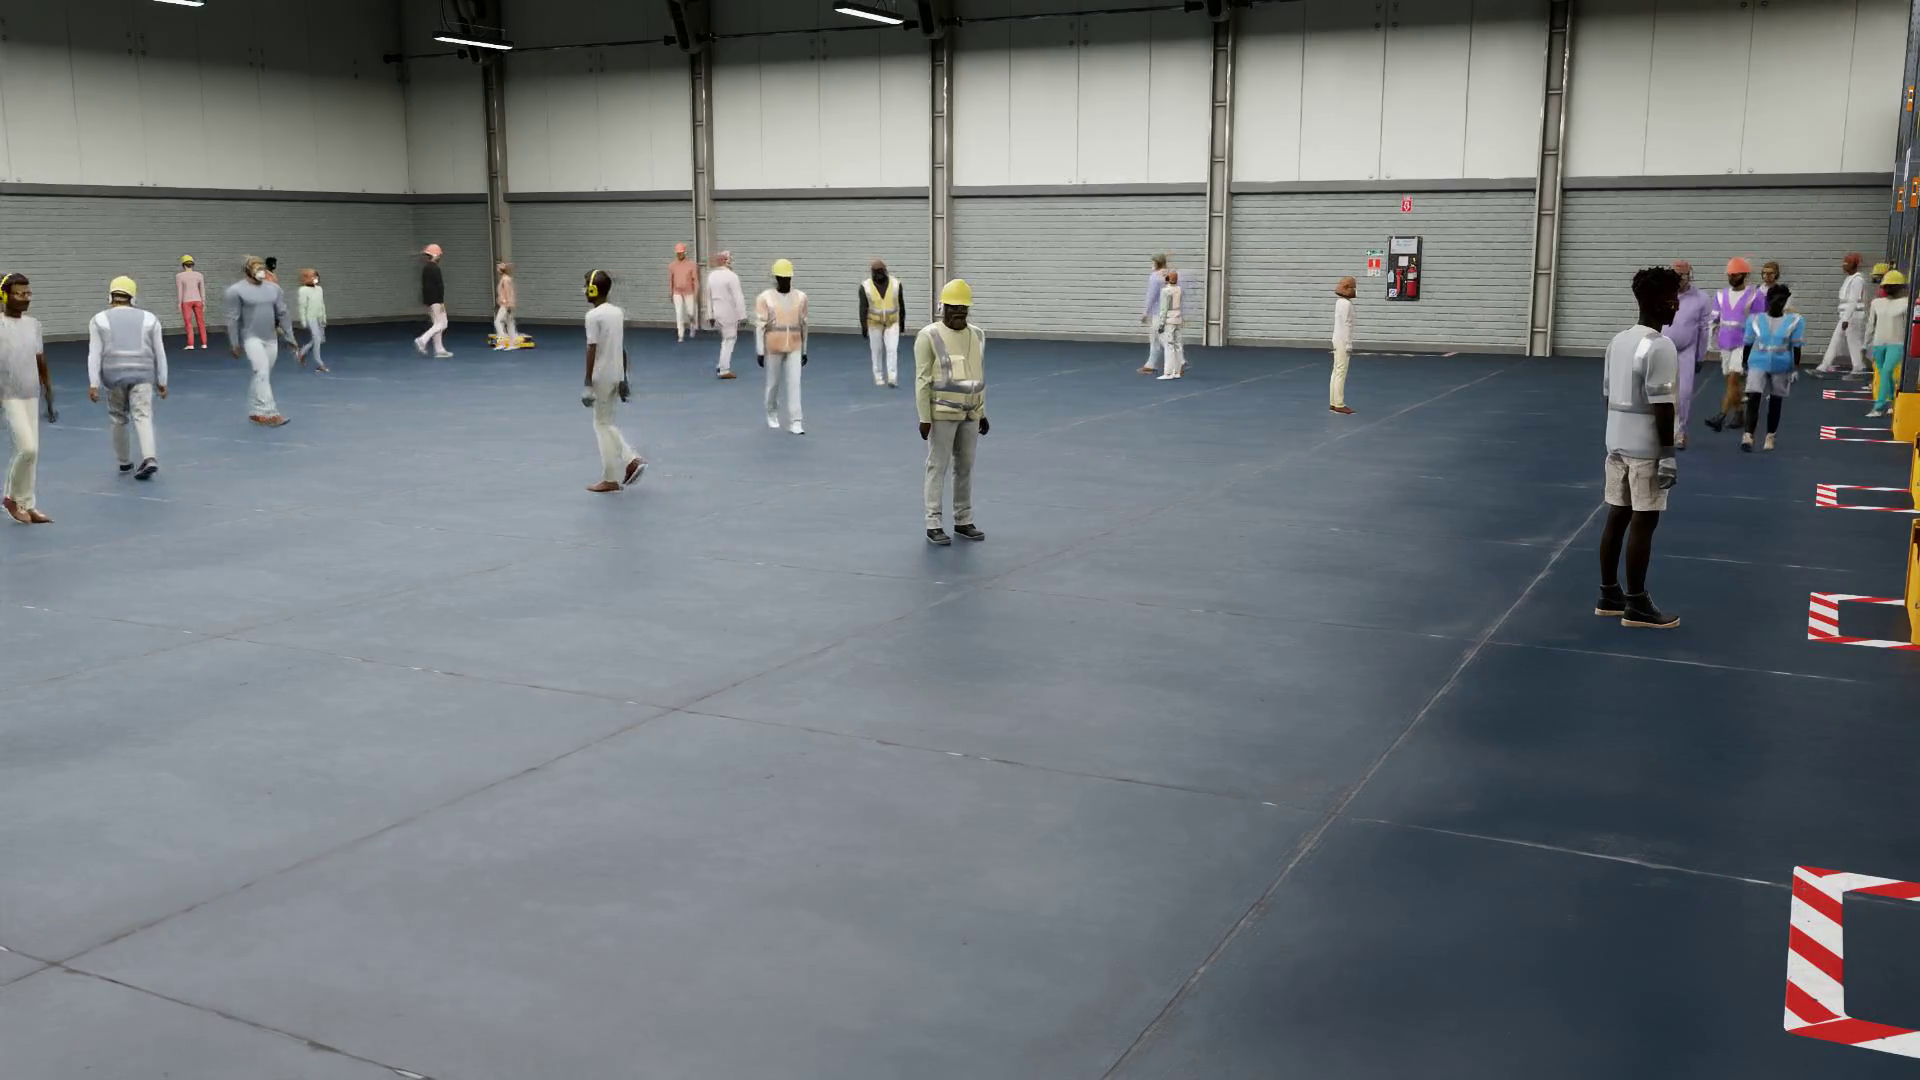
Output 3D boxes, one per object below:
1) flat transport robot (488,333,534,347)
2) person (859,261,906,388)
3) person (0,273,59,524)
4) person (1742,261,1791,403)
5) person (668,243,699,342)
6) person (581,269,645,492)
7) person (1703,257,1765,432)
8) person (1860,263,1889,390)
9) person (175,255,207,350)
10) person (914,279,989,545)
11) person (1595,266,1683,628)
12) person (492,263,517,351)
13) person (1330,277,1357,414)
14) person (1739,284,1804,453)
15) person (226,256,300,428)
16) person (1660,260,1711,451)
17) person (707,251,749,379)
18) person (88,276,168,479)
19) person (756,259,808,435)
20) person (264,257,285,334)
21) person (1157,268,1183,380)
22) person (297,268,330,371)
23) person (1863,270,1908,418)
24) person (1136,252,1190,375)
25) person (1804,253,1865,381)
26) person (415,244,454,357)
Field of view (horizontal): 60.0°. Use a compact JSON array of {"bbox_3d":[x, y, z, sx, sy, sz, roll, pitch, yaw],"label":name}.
[{"bbox_3d":[-8.600,-3.822,31.805,0.652,0.197,1.431,-5,11,-23],"label":"flat transport robot"},{"bbox_3d":[-1.079,-3.012,23.322,0.657,1.765,0.987,-1,10,-5],"label":"person"},{"bbox_3d":[-6.878,-1.023,12.215,0.397,1.855,0.560,3,11,15],"label":"person"},{"bbox_3d":[10.357,-2.662,21.305,0.522,1.808,0.945,10,14,44],"label":"person"},{"bbox_3d":[-5.557,-4.982,33.470,0.614,1.982,0.596,0,10,-1],"label":"person"},{"bbox_3d":[-2.943,-1.302,13.753,0.425,1.857,0.509,3,11,14],"label":"person"},{"bbox_3d":[8.390,-2.121,18.121,0.988,1.882,0.568,-7,13,-35],"label":"person"},{"bbox_3d":[12.678,-2.933,22.924,0.394,1.755,0.524,3,11,17],"label":"person"},{"bbox_3d":[-14.346,-4.426,31.016,0.326,1.767,0.533,9,14,40],"label":"person"},{"bbox_3d":[-0.035,-0.886,11.539,0.601,1.828,0.404,-8,13,-38],"label":"person"},{"bbox_3d":[3.740,-0.508,9.109,0.367,1.966,0.607,-1,10,-7],"label":"person"},{"bbox_3d":[-8.489,-4.302,30.733,0.586,1.619,0.527,-3,11,-14],"label":"person"},{"bbox_3d":[4.617,-2.336,19.981,0.278,1.634,0.498,0,10,0],"label":"person"},{"bbox_3d":[7.918,-1.662,16.249,0.546,1.642,0.872,5,12,26],"label":"person"},{"bbox_3d":[-7.720,-2.195,18.495,0.986,1.896,0.650,7,12,33],"label":"person"},{"bbox_3d":[7.096,-1.834,16.601,0.658,1.876,0.830,5,11,25],"label":"person"},{"bbox_3d":[-3.425,-3.339,24.758,0.511,1.890,0.648,-8,13,-39],"label":"person"},{"bbox_3d":[-7.311,-1.425,14.633,0.638,1.784,0.889,-6,12,-29],"label":"person"},{"bbox_3d":[-1.943,-2.119,18.128,0.603,1.884,0.974,-4,11,-21],"label":"person"},{"bbox_3d":[-14.922,-5.263,35.817,0.624,1.670,0.524,2,11,12],"label":"person"},{"bbox_3d":[3.108,-3.182,24.572,0.314,1.642,0.514,9,13,39],"label":"person"},{"bbox_3d":[-10.213,-3.461,26.160,0.585,1.611,0.510,3,11,15],"label":"person"},{"bbox_3d":[10.995,-2.319,19.632,0.865,1.734,0.537,-6,12,-31],"label":"person"},{"bbox_3d":[3.126,-3.437,25.327,0.972,1.895,0.618,7,12,32],"label":"person"},{"bbox_3d":[12.922,-3.257,24.383,0.796,1.855,0.607,3,11,14],"label":"person"},{"bbox_3d":[-9.184,-4.150,28.927,0.611,1.979,0.632,-7,13,-34],"label":"person"}]
